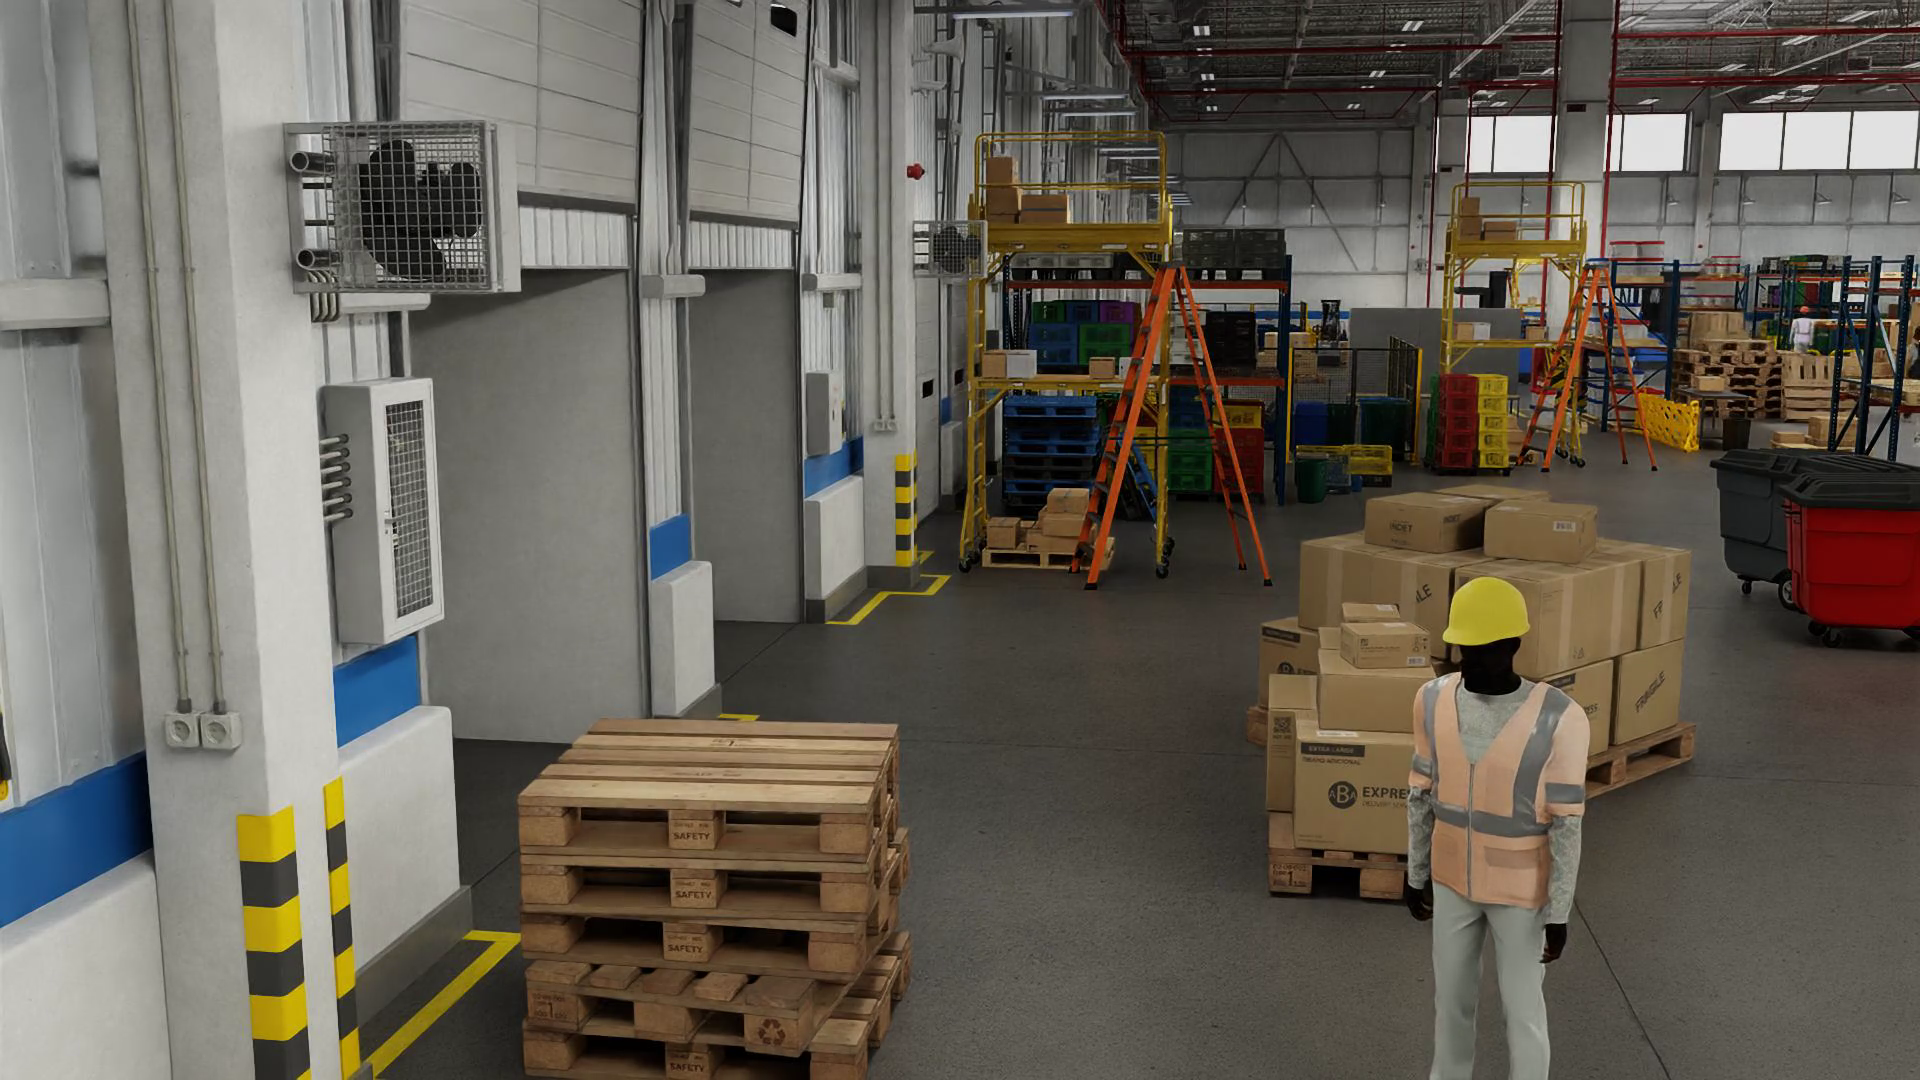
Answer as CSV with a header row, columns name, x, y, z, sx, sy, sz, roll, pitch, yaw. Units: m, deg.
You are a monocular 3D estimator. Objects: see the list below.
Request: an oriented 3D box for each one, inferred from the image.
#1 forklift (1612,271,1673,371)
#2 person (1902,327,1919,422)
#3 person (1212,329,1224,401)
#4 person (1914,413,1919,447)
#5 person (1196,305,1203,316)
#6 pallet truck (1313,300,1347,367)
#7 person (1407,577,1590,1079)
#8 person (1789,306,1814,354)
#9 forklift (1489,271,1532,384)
name,x,y,z,sx,sy,sz,roll,pitch,yaw
forklift,19.589,-6.196,46.982,1.873,2.768,1.129,-3,10,-19
person,17.821,-3.049,30.877,0.523,1.817,0.869,3,10,17
person,5.468,-3.623,34.958,0.314,1.634,0.516,-3,10,-19
person,15.671,-2.344,26.756,0.485,1.738,0.322,-4,10,-25
person,6.352,-5.337,44.620,0.544,1.929,0.386,-6,11,-32
pallet truck,11.159,-6.200,49.718,0.823,1.965,1.885,4,10,26
person,1.643,1.059,5.199,0.394,1.920,0.584,-9,13,-44
person,22.764,-5.373,44.961,0.549,1.899,0.994,2,9,11
forklift,13.422,-5.322,41.591,1.873,2.768,1.129,1,9,9
